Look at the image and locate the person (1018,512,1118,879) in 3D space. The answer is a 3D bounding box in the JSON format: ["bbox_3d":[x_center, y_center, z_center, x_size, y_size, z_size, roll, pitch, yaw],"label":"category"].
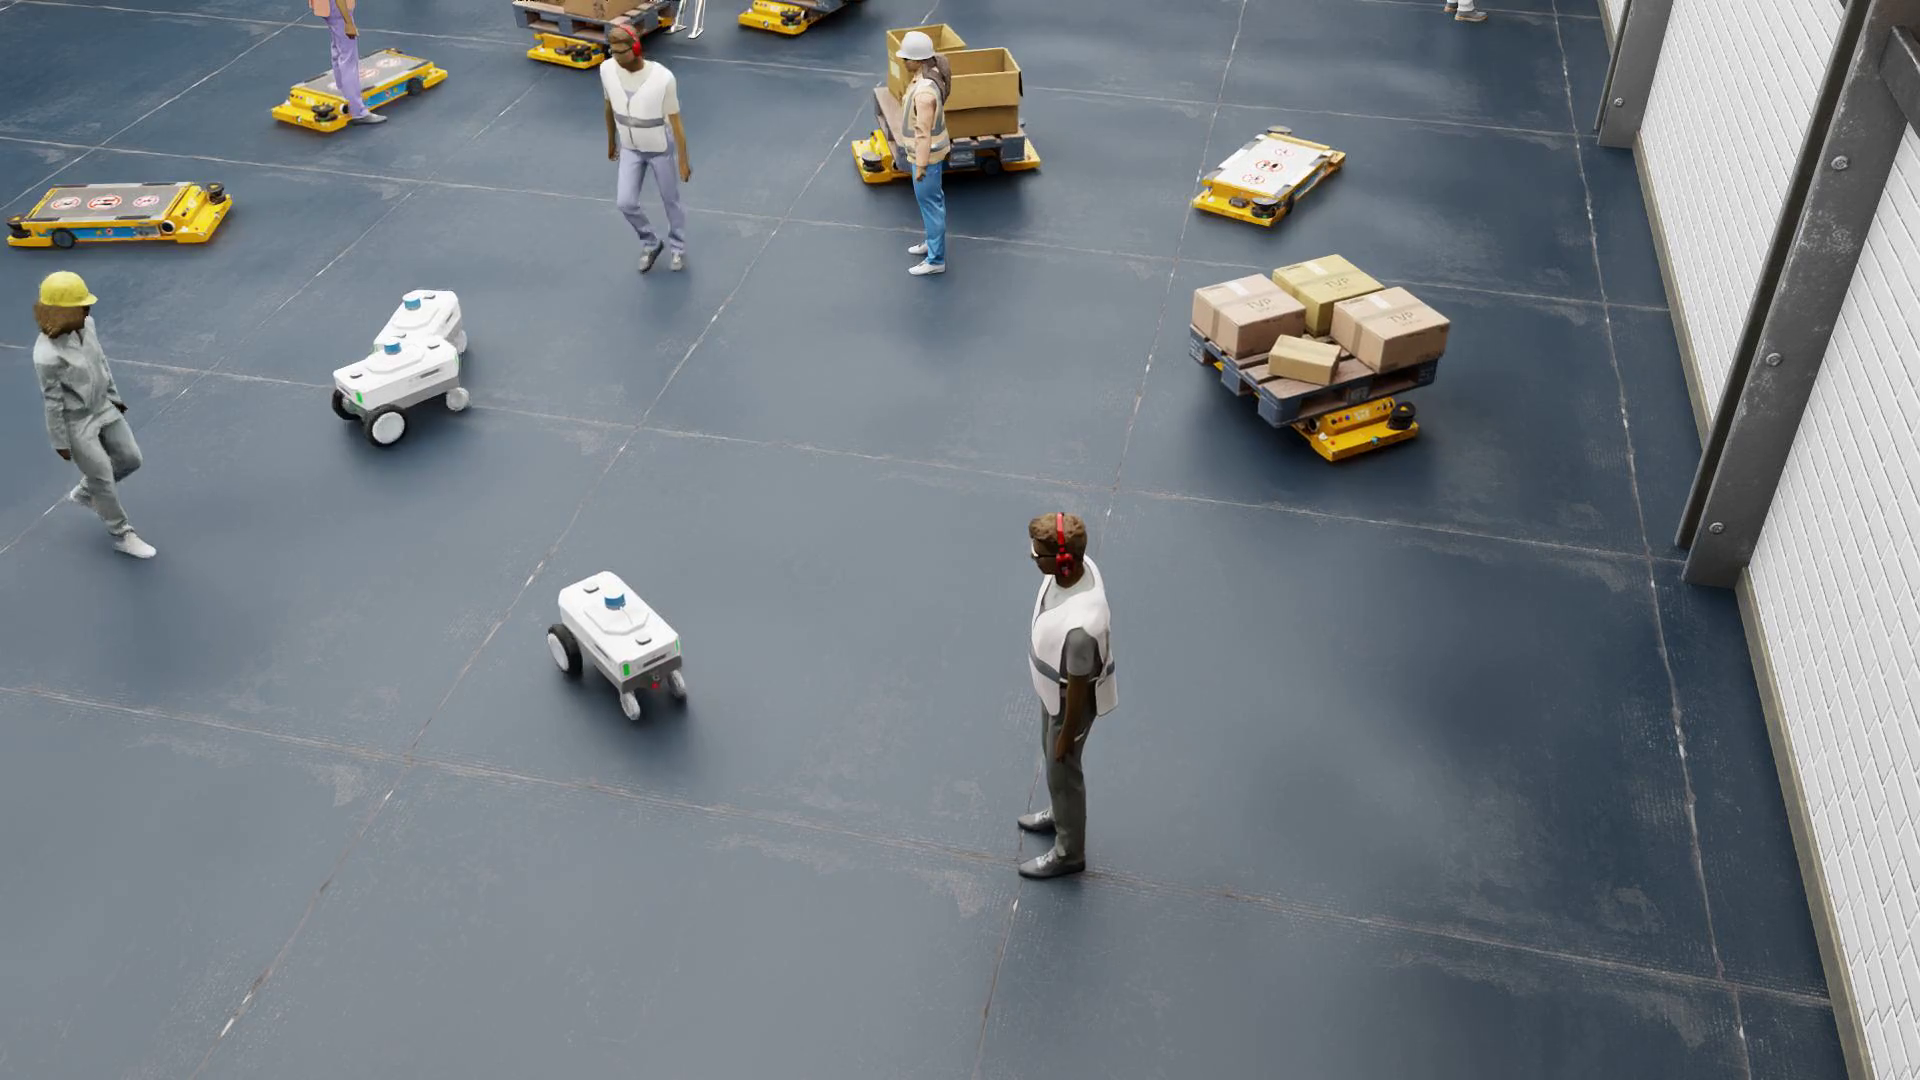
[{"bbox_3d":[0.459,0.655,7.037,0.400,1.831,0.575,-2,37,-3],"label":"person"}]

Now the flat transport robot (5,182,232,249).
[{"bbox_3d":[-6.302,-2.439,12.482,1.431,0.231,0.659,-2,37,-3],"label":"flat transport robot"}]

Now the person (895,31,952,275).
[{"bbox_3d":[-0.247,-2.704,11.626,0.379,1.721,0.487,-1,37,-1],"label":"person"}]

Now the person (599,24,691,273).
[{"bbox_3d":[-2.170,-2.695,11.533,0.698,1.813,0.526,10,38,13],"label":"person"}]

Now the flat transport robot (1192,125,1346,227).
[{"bbox_3d":[2.445,-2.862,13.049,0.659,0.231,1.431,22,42,26],"label":"flat transport robot"}]

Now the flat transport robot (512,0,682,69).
[{"bbox_3d":[-3.362,-4.779,15.614,0.659,0.231,1.431,17,40,21],"label":"flat transport robot"}]

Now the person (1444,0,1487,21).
[{"bbox_3d":[4.935,-5.904,15.771,0.342,1.880,0.585,-4,37,-6],"label":"person"}]

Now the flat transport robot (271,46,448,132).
[{"bbox_3d":[-5.217,-3.931,14.480,0.659,0.231,1.431,19,41,23],"label":"flat transport robot"}]

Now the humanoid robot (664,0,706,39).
[{"bbox_3d":[-2.523,-5.472,15.201,0.533,1.681,0.735,17,40,21],"label":"humanoid robot"}]

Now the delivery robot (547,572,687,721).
[{"bbox_3d":[-1.711,0.489,8.342,0.499,0.614,0.815,-26,44,-30],"label":"delivery robot"}]

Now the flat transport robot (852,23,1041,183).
[{"bbox_3d":[-0.116,-3.151,13.436,1.431,0.231,0.659,-7,37,-9],"label":"flat transport robot"}]

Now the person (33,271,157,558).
[{"bbox_3d":[-4.698,-0.654,8.886,0.564,1.716,0.515,7,37,9],"label":"person"}]

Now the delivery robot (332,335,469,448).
[{"bbox_3d":[-3.470,-0.966,10.278,0.805,0.601,0.499,-29,46,-33],"label":"delivery robot"}]

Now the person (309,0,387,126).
[{"bbox_3d":[-5.149,-4.354,13.731,0.373,1.840,0.568,-20,41,-24],"label":"person"}]

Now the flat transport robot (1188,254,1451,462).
[{"bbox_3d":[2.202,-0.996,10.552,0.659,0.231,1.431,-16,40,-21],"label":"flat transport robot"}]

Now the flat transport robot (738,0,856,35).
[{"bbox_3d":[-1.498,-5.306,16.318,0.659,0.231,1.431,19,41,23],"label":"flat transport robot"}]

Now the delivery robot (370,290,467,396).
[{"bbox_3d":[-3.484,-1.287,10.715,0.499,0.610,0.814,4,37,5],"label":"delivery robot"}]
